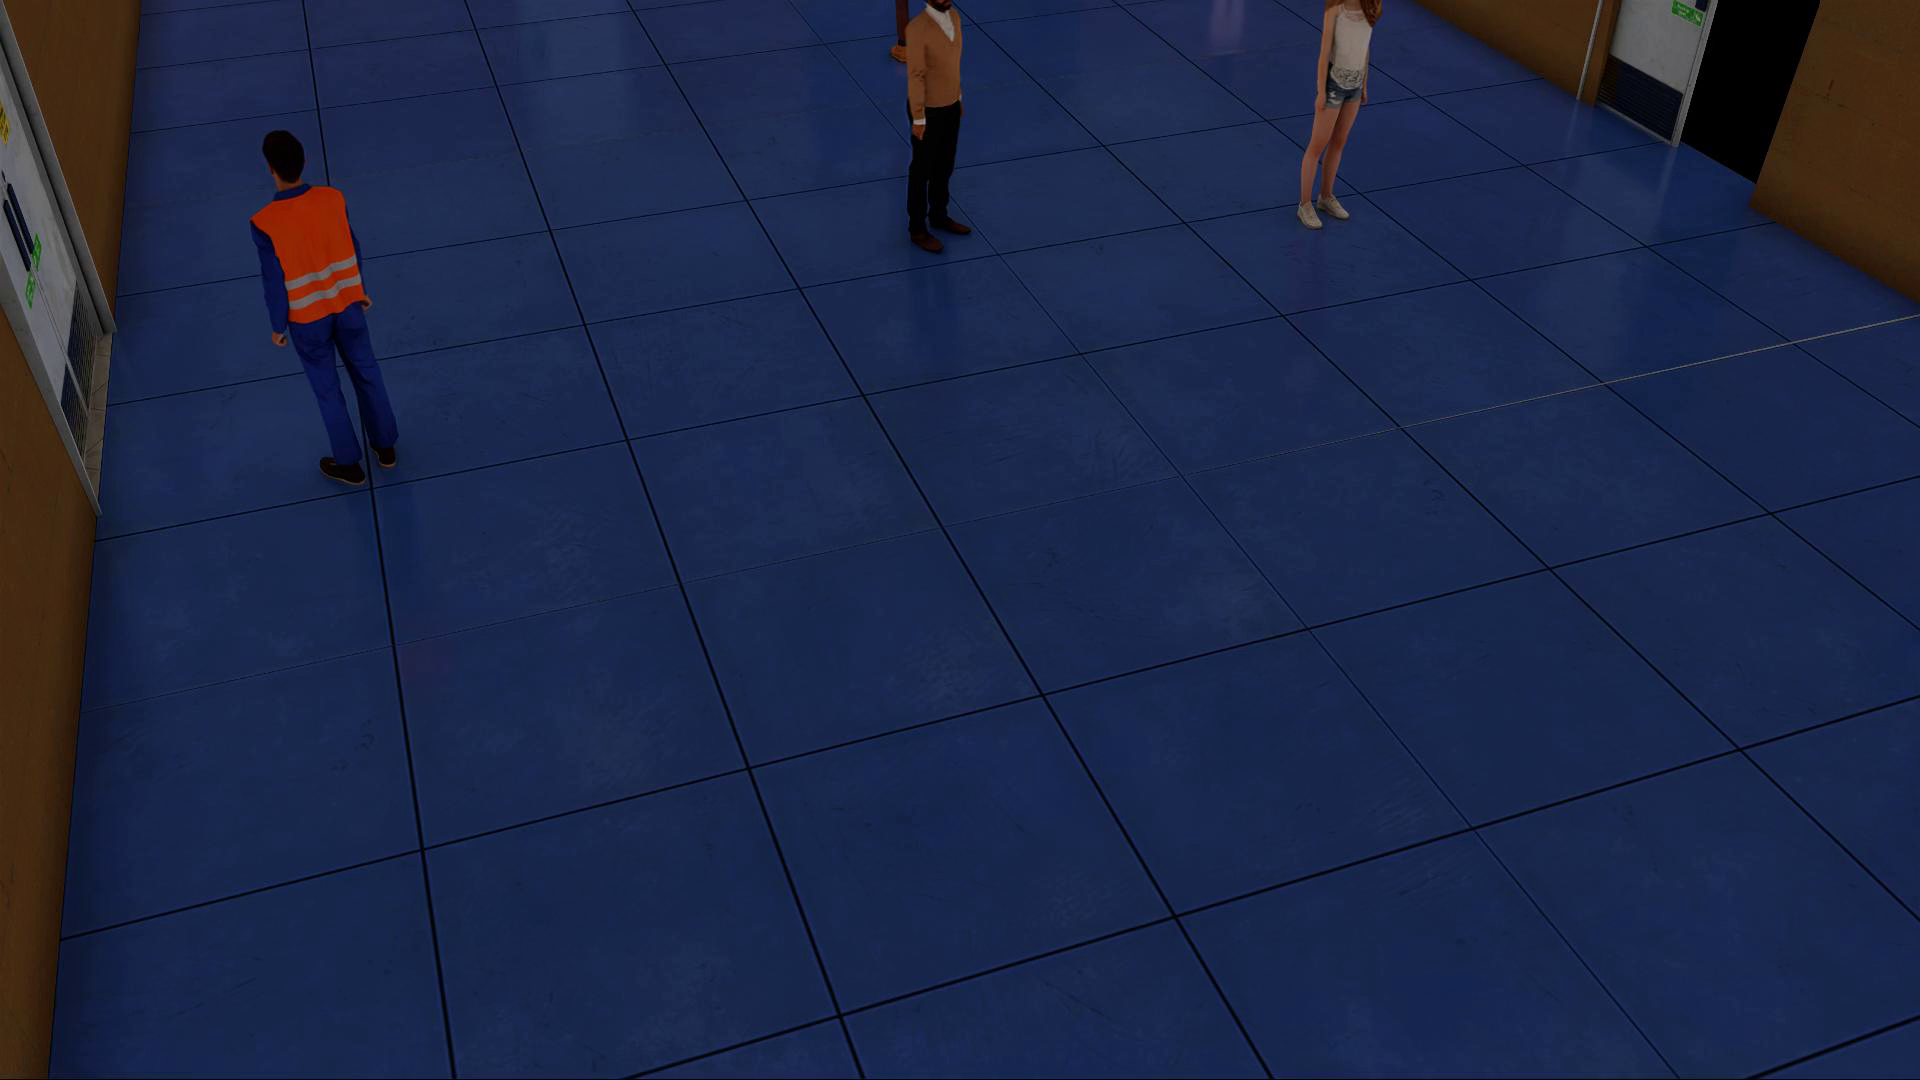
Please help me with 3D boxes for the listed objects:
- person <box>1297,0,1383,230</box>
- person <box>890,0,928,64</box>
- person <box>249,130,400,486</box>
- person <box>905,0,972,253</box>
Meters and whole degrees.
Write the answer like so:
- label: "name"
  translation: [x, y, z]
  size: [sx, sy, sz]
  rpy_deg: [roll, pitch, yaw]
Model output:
- label: "person"
  translation: [2.412, -2.884, 10.642]
  size: [0.522, 1.759, 0.668]
  rpy_deg: [-21, 42, -25]
- label: "person"
  translation: [-0.361, -4.610, 12.967]
  size: [0.544, 1.729, 0.678]
  rpy_deg: [-10, 38, -12]
- label: "person"
  translation: [-3.148, -1.131, 8.219]
  size: [0.850, 1.864, 0.727]
  rpy_deg: [27, 45, 31]
- label: "person"
  translation: [-0.155, -2.702, 10.404]
  size: [0.812, 1.753, 0.719]
  rpy_deg: [22, 42, 26]
